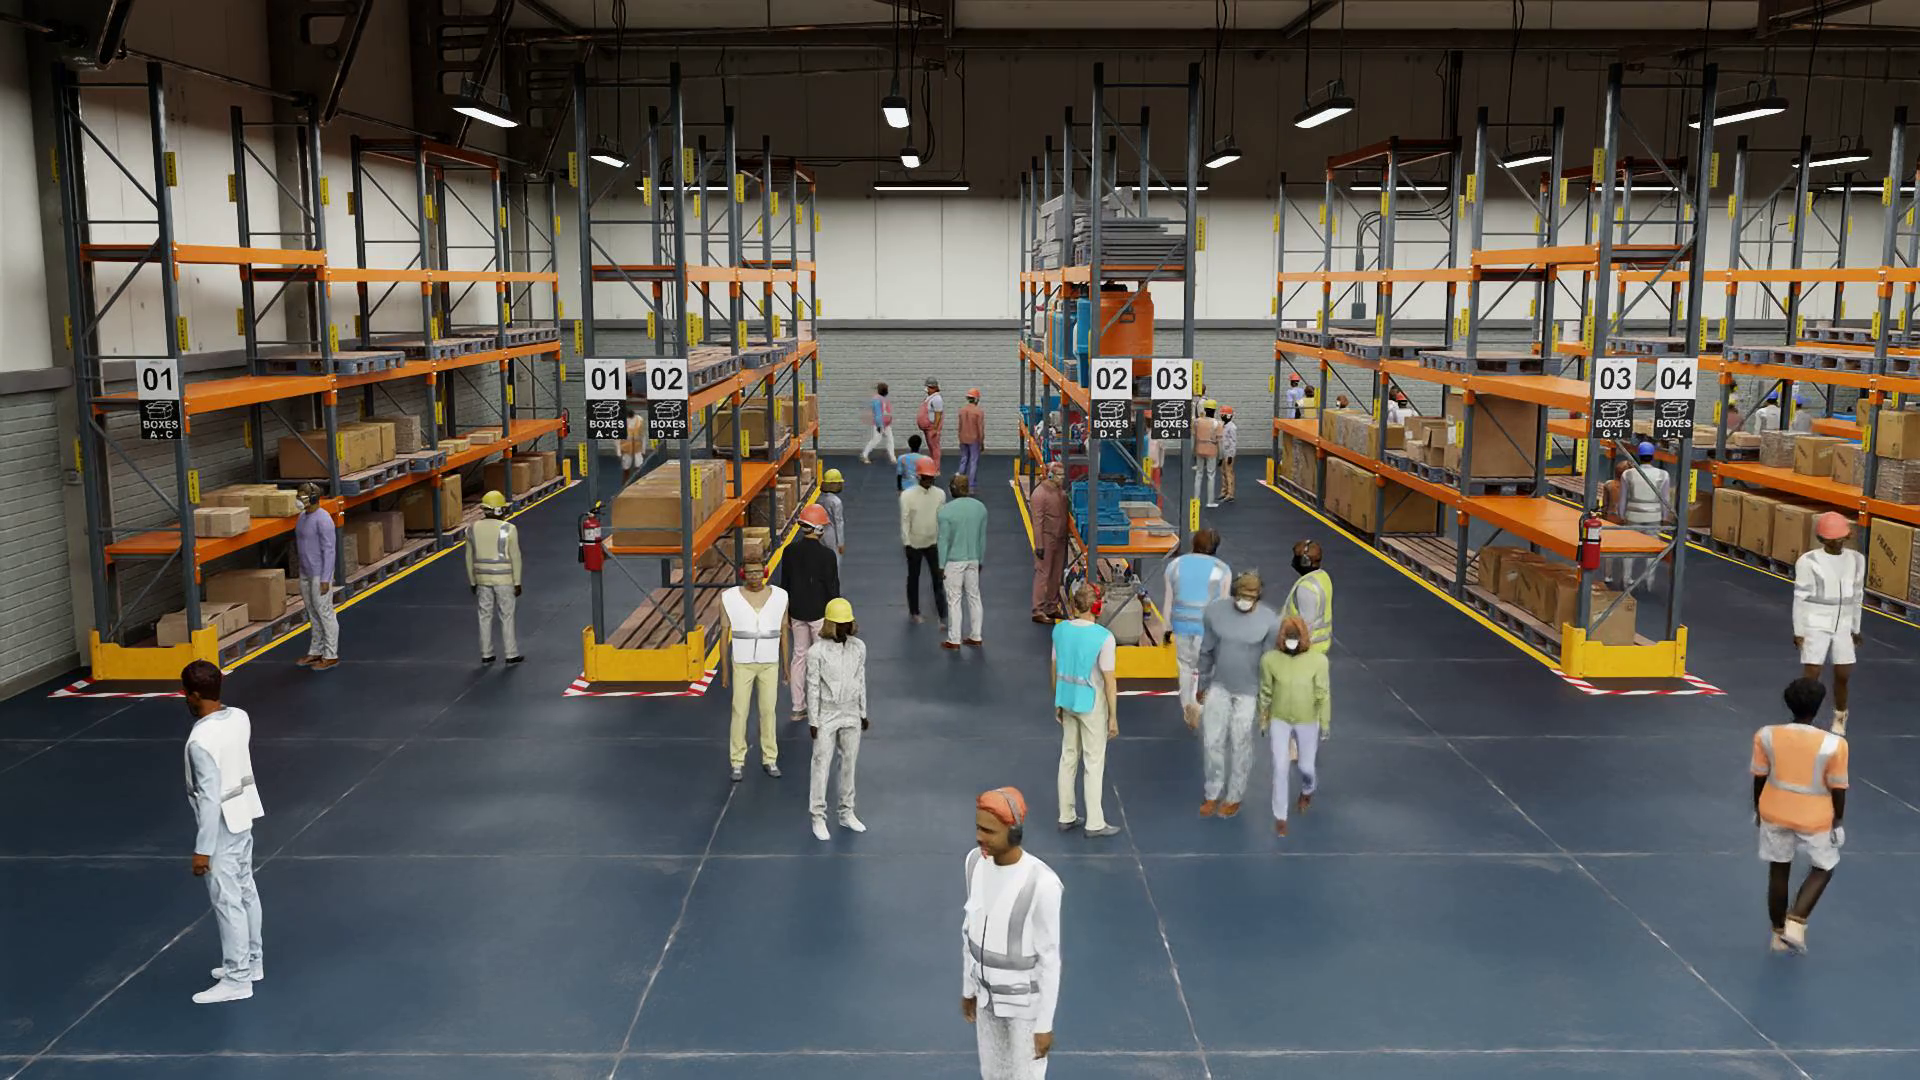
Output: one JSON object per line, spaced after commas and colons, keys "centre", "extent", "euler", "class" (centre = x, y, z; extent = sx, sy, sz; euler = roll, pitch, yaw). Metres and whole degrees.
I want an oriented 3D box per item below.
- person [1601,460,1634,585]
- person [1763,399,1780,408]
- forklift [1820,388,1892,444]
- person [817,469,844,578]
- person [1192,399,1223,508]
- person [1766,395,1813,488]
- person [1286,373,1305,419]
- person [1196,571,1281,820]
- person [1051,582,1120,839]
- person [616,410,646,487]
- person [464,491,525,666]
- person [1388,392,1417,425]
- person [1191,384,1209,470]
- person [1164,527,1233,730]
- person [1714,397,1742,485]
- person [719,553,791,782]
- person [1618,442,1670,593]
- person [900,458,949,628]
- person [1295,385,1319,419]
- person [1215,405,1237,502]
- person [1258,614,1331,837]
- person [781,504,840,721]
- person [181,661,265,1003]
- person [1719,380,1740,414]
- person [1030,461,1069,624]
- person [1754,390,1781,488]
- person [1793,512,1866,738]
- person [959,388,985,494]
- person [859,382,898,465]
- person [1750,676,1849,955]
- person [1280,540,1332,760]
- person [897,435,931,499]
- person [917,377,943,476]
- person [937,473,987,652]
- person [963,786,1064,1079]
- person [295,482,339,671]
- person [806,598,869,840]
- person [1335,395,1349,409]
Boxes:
{"centre": [8.686, -0.225, 21.873], "extent": [0.314, 1.641, 0.515], "euler": [-8, 12, -44], "class": "person"}
{"centre": [16.327, -2.089, 33.579], "extent": [0.317, 1.733, 0.490], "euler": [0, 9, -2], "class": "person"}
{"centre": [20.072, -3.110, 36.462], "extent": [1.873, 2.768, 1.129], "euler": [0, 9, 0], "class": "forklift"}
{"centre": [-1.537, 0.013, 20.012], "extent": [0.320, 1.742, 0.492], "euler": [-7, 11, -37], "class": "person"}
{"centre": [4.376, -1.525, 29.375], "extent": [0.583, 1.917, 0.403], "euler": [5, 10, 31], "class": "person"}
{"centre": [15.371, -1.711, 30.640], "extent": [0.624, 1.886, 1.009], "euler": [-2, 9, -13], "class": "person"}
{"centre": [7.513, -2.795, 37.452], "extent": [0.552, 1.935, 0.365], "euler": [-7, 11, -36], "class": "person"}
{"centre": [2.019, 1.151, 12.211], "extent": [0.688, 1.897, 0.576], "euler": [5, 10, 27], "class": "person"}
{"centre": [0.886, 1.220, 11.932], "extent": [0.374, 1.840, 0.571], "euler": [-9, 12, -44], "class": "person"}
{"centre": [-5.826, -1.568, 29.661], "extent": [0.570, 1.900, 0.909], "euler": [-4, 10, -26], "class": "person"}
{"centre": [-4.811, 0.403, 17.235], "extent": [0.592, 1.829, 0.404], "euler": [2, 9, 11], "class": "person"}
{"centre": [8.289, -1.823, 31.240], "extent": [0.543, 1.929, 0.387], "euler": [1, 9, 4], "class": "person"}
{"centre": [5.110, -2.392, 35.192], "extent": [0.348, 1.839, 0.503], "euler": [3, 9, 18], "class": "person"}
{"centre": [2.105, 0.795, 14.784], "extent": [0.646, 1.813, 0.718], "euler": [4, 10, 23], "class": "person"}
{"centre": [14.900, -1.890, 32.257], "extent": [0.536, 1.741, 0.546], "euler": [0, 9, 0], "class": "person"}
{"centre": [-1.644, 1.001, 13.330], "extent": [0.568, 1.843, 0.374], "euler": [-3, 9, -18], "class": "person"}
{"centre": [8.772, -0.292, 21.359], "extent": [0.609, 1.938, 0.406], "euler": [4, 10, 24], "class": "person"}
{"centre": [-0.374, 0.053, 19.059], "extent": [0.629, 1.950, 0.951], "euler": [-4, 10, -23], "class": "person"}
{"centre": [7.262, -2.300, 34.597], "extent": [0.619, 1.838, 0.430], "euler": [1, 9, 5], "class": "person"}
{"centre": [4.820, -1.568, 30.149], "extent": [0.324, 1.752, 0.562], "euler": [-2, 9, -13], "class": "person"}
{"centre": [2.428, 1.305, 12.067], "extent": [0.524, 1.619, 0.511], "euler": [2, 9, 15], "class": "person"}
{"centre": [-1.324, 0.664, 15.020], "extent": [0.625, 1.992, 0.389], "euler": [6, 10, 32], "class": "person"}
{"centre": [-4.089, 1.604, 9.233], "extent": [0.393, 1.915, 0.587], "euler": [-1, 9, -4], "class": "person"}
{"centre": [16.763, -2.586, 36.385], "extent": [0.668, 1.855, 0.531], "euler": [-6, 11, -34], "class": "person"}
{"centre": [1.080, 0.025, 19.456], "extent": [0.400, 1.900, 0.644], "euler": [6, 11, 34], "class": "person"}
{"centre": [15.282, -1.854, 31.385], "extent": [0.605, 1.943, 0.402], "euler": [1, 9, 9], "class": "person"}
{"centre": [7.533, 0.752, 14.422], "extent": [0.634, 2.013, 0.423], "euler": [0, 9, -3], "class": "person"}
{"centre": [0.237, -1.868, 31.382], "extent": [0.431, 1.981, 0.633], "euler": [-8, 12, -43], "class": "person"}
{"centre": [-1.751, -2.529, 36.180], "extent": [0.905, 1.808, 0.635], "euler": [3, 9, 18], "class": "person"}
{"centre": [4.919, 1.629, 9.772], "extent": [0.552, 1.684, 0.354], "euler": [9, 12, 44], "class": "person"}
{"centre": [2.879, 0.913, 13.910], "extent": [0.429, 1.844, 0.625], "euler": [4, 10, 22], "class": "person"}
{"centre": [-0.677, -0.760, 25.195], "extent": [0.548, 1.668, 0.660], "euler": [0, 9, 3], "class": "person"}
{"centre": [-0.614, -2.333, 34.150], "extent": [0.535, 2.000, 0.674], "euler": [-2, 9, -12], "class": "person"}
{"centre": [0.015, 0.239, 17.974], "extent": [0.632, 1.931, 0.366], "euler": [-7, 11, -36], "class": "person"}
{"centre": [0.208, 1.958, 7.083], "extent": [0.347, 1.879, 0.577], "euler": [-7, 11, -38], "class": "person"}
{"centre": [-6.636, 0.366, 17.116], "extent": [0.630, 1.940, 0.373], "euler": [8, 12, 43], "class": "person"}
{"centre": [-0.866, 1.268, 11.938], "extent": [0.493, 1.742, 0.322], "euler": [-6, 11, -35], "class": "person"}
{"centre": [7.957, -2.222, 34.746], "extent": [0.279, 1.633, 0.500], "euler": [-5, 10, -27], "class": "person"}
